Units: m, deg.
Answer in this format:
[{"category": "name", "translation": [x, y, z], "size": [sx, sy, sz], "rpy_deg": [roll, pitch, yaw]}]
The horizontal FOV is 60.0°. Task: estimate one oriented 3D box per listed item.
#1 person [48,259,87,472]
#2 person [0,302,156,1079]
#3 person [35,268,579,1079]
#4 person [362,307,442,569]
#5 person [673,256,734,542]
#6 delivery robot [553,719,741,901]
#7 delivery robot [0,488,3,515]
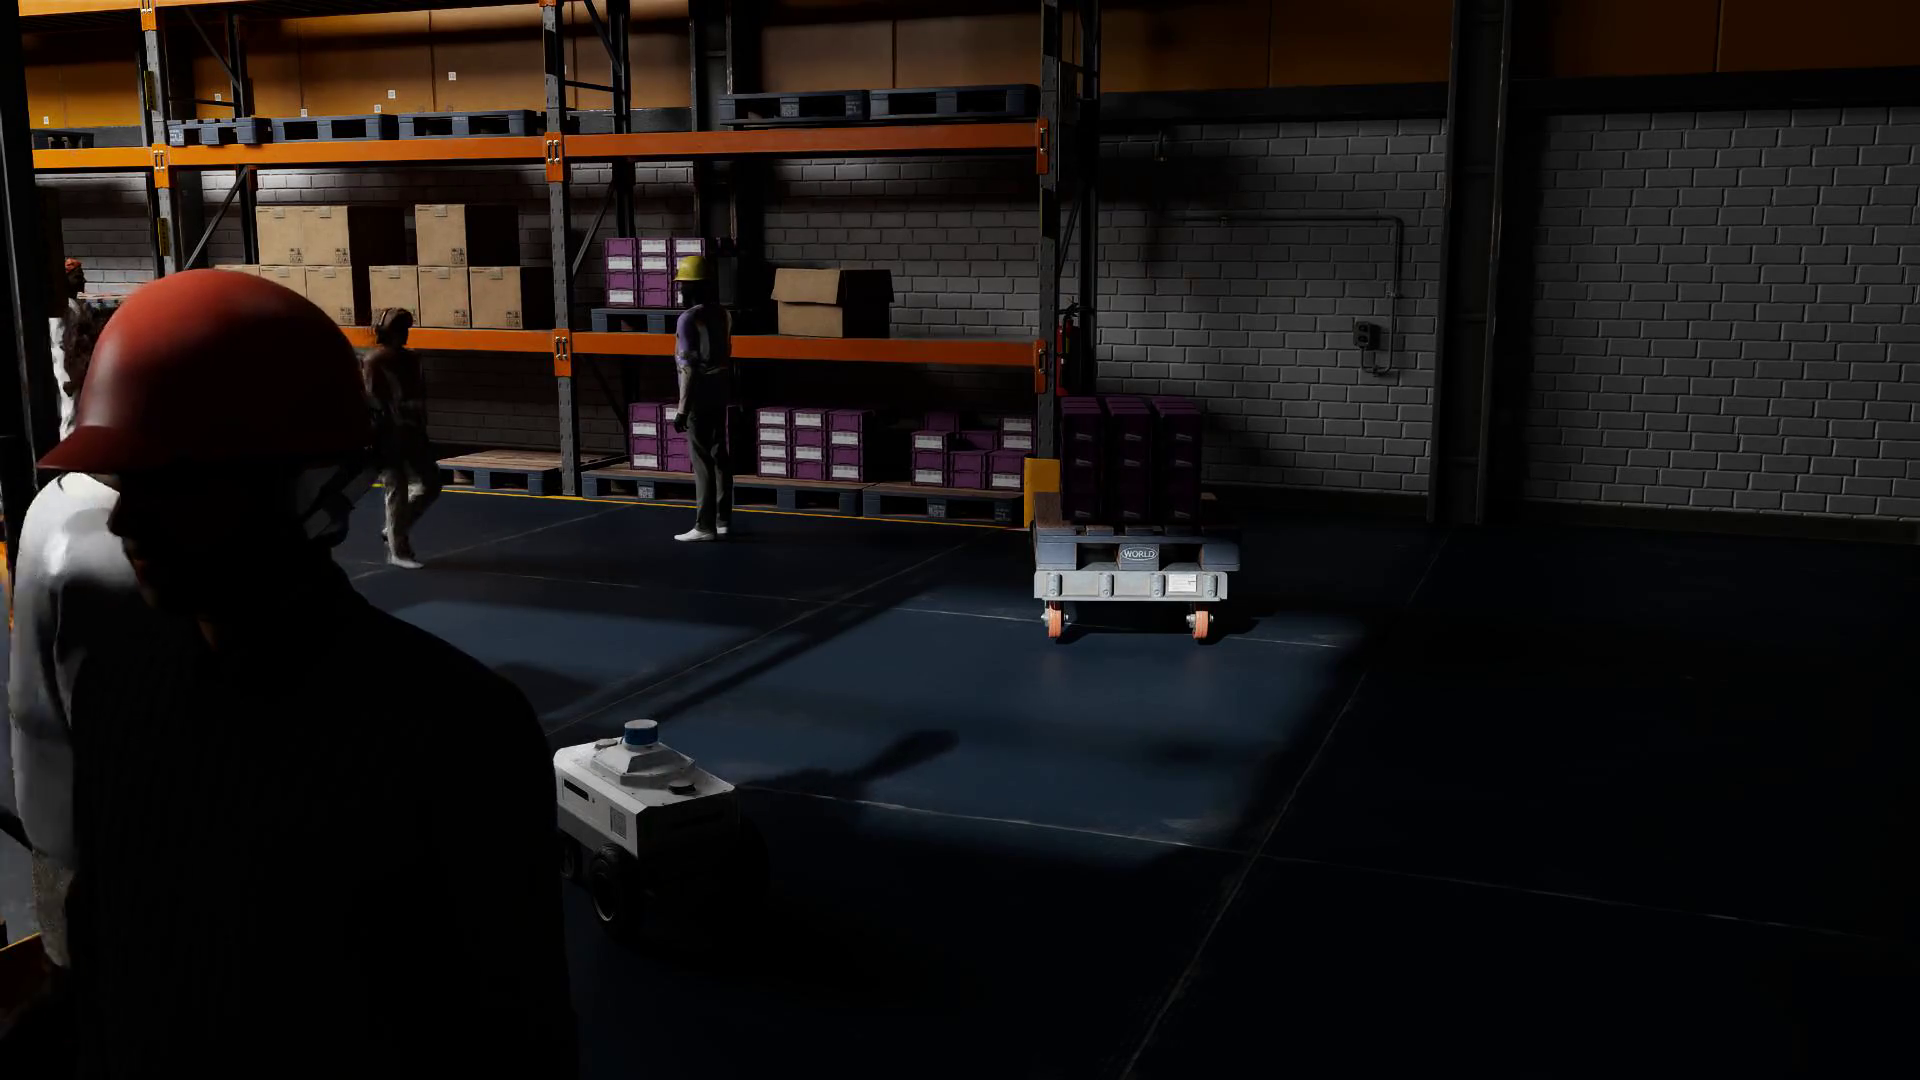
[{"category": "person", "translation": [-7.285, -1.368, 13.719], "size": [0.354, 1.883, 0.576], "rpy_deg": [-2, 10, -12]}, {"category": "person", "translation": [-1.665, 0.519, 3.148], "size": [0.909, 1.931, 0.657], "rpy_deg": [-7, 12, -35]}, {"category": "person", "translation": [-0.686, 0.725, 1.744], "size": [0.612, 1.996, 0.388], "rpy_deg": [4, 11, 23]}, {"category": "person", "translation": [-3.449, -0.622, 10.283], "size": [0.366, 1.624, 0.532], "rpy_deg": [4, 11, 20]}, {"category": "person", "translation": [-1.746, -0.945, 11.239], "size": [0.368, 1.928, 0.585], "rpy_deg": [4, 11, 20]}, {"category": "delivery robot", "translation": [-0.973, 0.795, 5.109], "size": [0.477, 0.478, 0.707], "rpy_deg": [-7, 13, -36]}, {"category": "delivery robot", "translation": [-6.441, -0.294, 11.177], "size": [0.707, 0.478, 0.477], "rpy_deg": [1, 10, 5]}]
